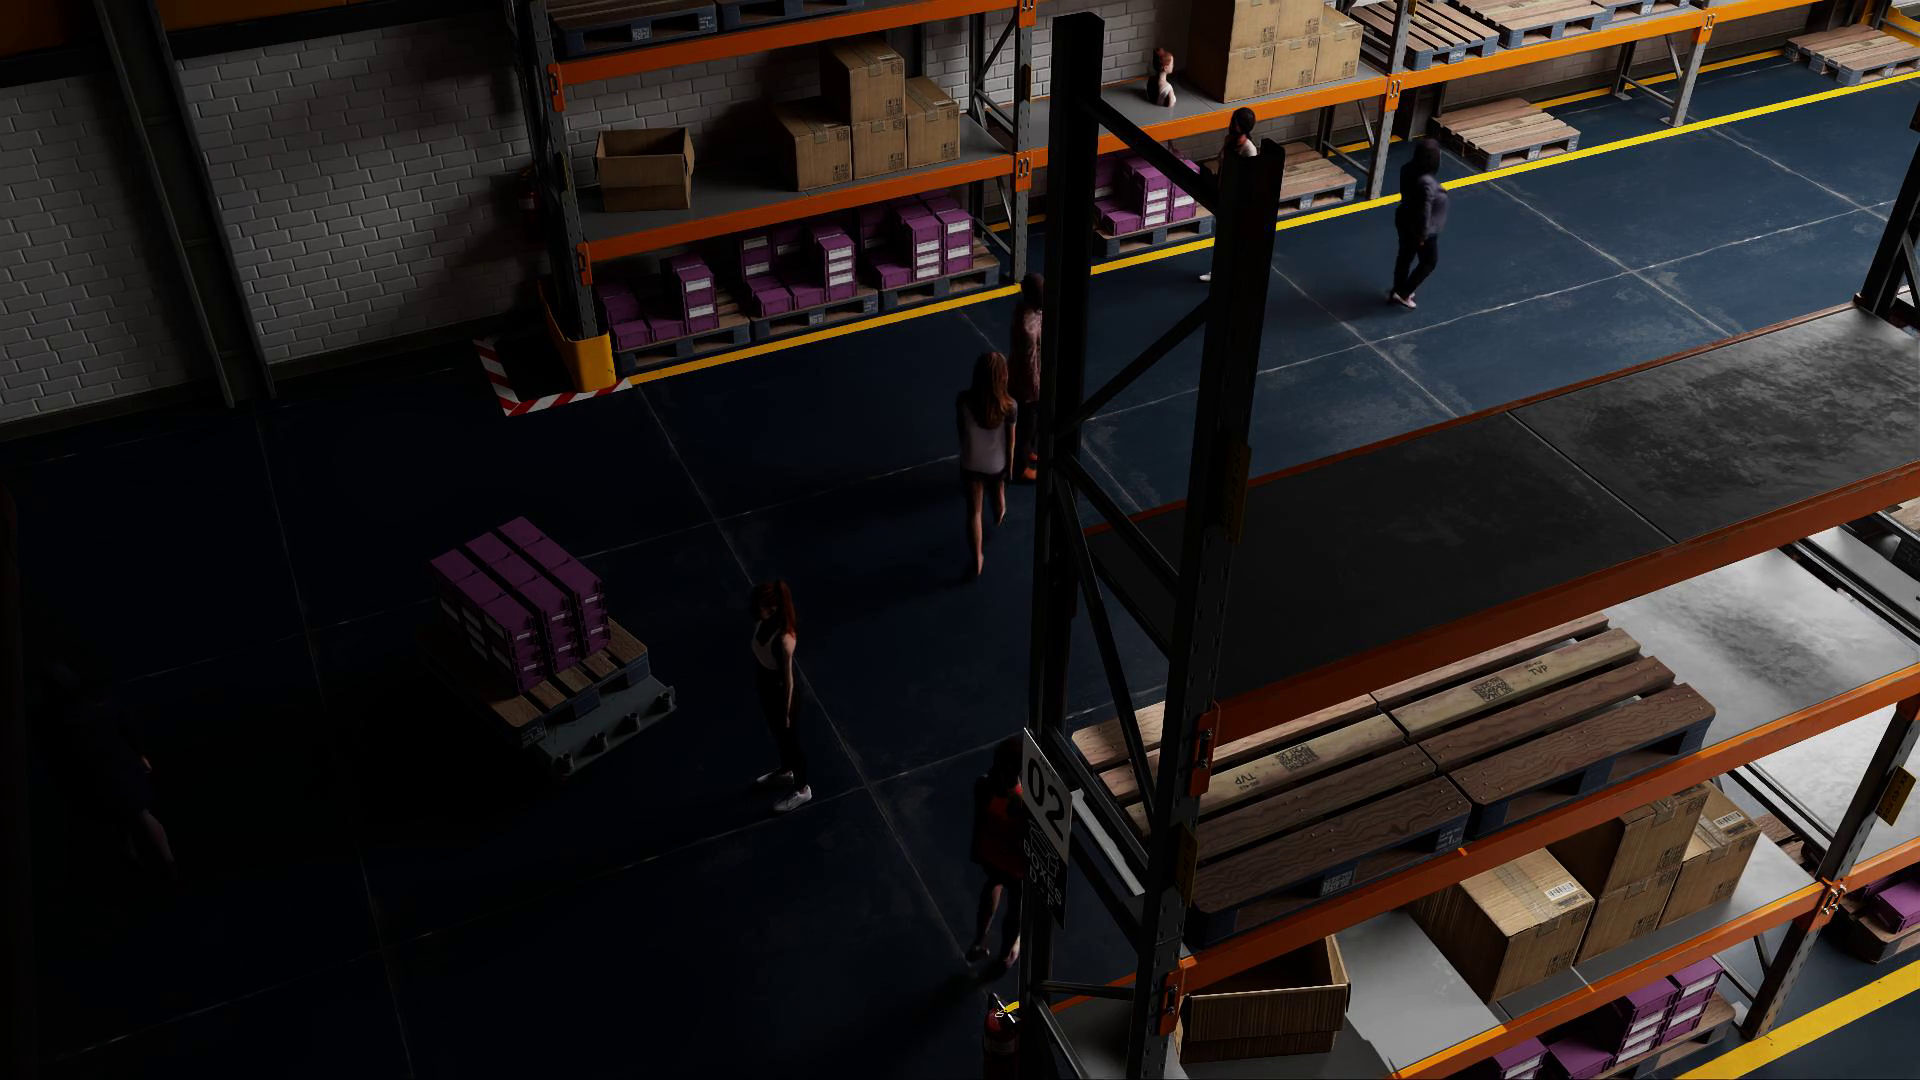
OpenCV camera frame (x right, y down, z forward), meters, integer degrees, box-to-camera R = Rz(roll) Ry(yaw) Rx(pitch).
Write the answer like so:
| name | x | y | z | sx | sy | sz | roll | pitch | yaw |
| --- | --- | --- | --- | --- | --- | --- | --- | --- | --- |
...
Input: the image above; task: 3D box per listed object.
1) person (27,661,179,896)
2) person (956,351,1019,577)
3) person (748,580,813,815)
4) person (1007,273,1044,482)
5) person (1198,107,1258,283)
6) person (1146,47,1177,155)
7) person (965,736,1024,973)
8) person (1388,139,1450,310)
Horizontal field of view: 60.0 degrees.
| name | x | y | z | sx | sy | sz | roll | pitch | yaw |
| --- | --- | --- | --- | --- | --- | --- | --- | --- | --- |
| person | -4.793 | 1.389 | 9.381 | 0.908 | 1.656 | 0.954 | 32 | 48 | 33 |
| person | 0.151 | -0.489 | 11.709 | 1.050 | 1.684 | 0.985 | 4 | 39 | 4 |
| person | -1.070 | 0.919 | 9.902 | 0.504 | 1.740 | 0.574 | -16 | 41 | -19 |
| person | 0.435 | -1.214 | 12.537 | 0.812 | 1.786 | 0.818 | 2 | 39 | 2 |
| person | 2.432 | -3.038 | 14.856 | 0.522 | 1.742 | 0.593 | -19 | 42 | -22 |
| person | 1.845 | -3.806 | 15.776 | 0.502 | 1.793 | 0.555 | -18 | 42 | -21 |
| person | 0.200 | 1.738 | 8.877 | 0.729 | 1.739 | 0.806 | 23 | 44 | 26 |
| person | 3.950 | -2.757 | 14.627 | 0.675 | 1.588 | 0.677 | -12 | 40 | -14 |
